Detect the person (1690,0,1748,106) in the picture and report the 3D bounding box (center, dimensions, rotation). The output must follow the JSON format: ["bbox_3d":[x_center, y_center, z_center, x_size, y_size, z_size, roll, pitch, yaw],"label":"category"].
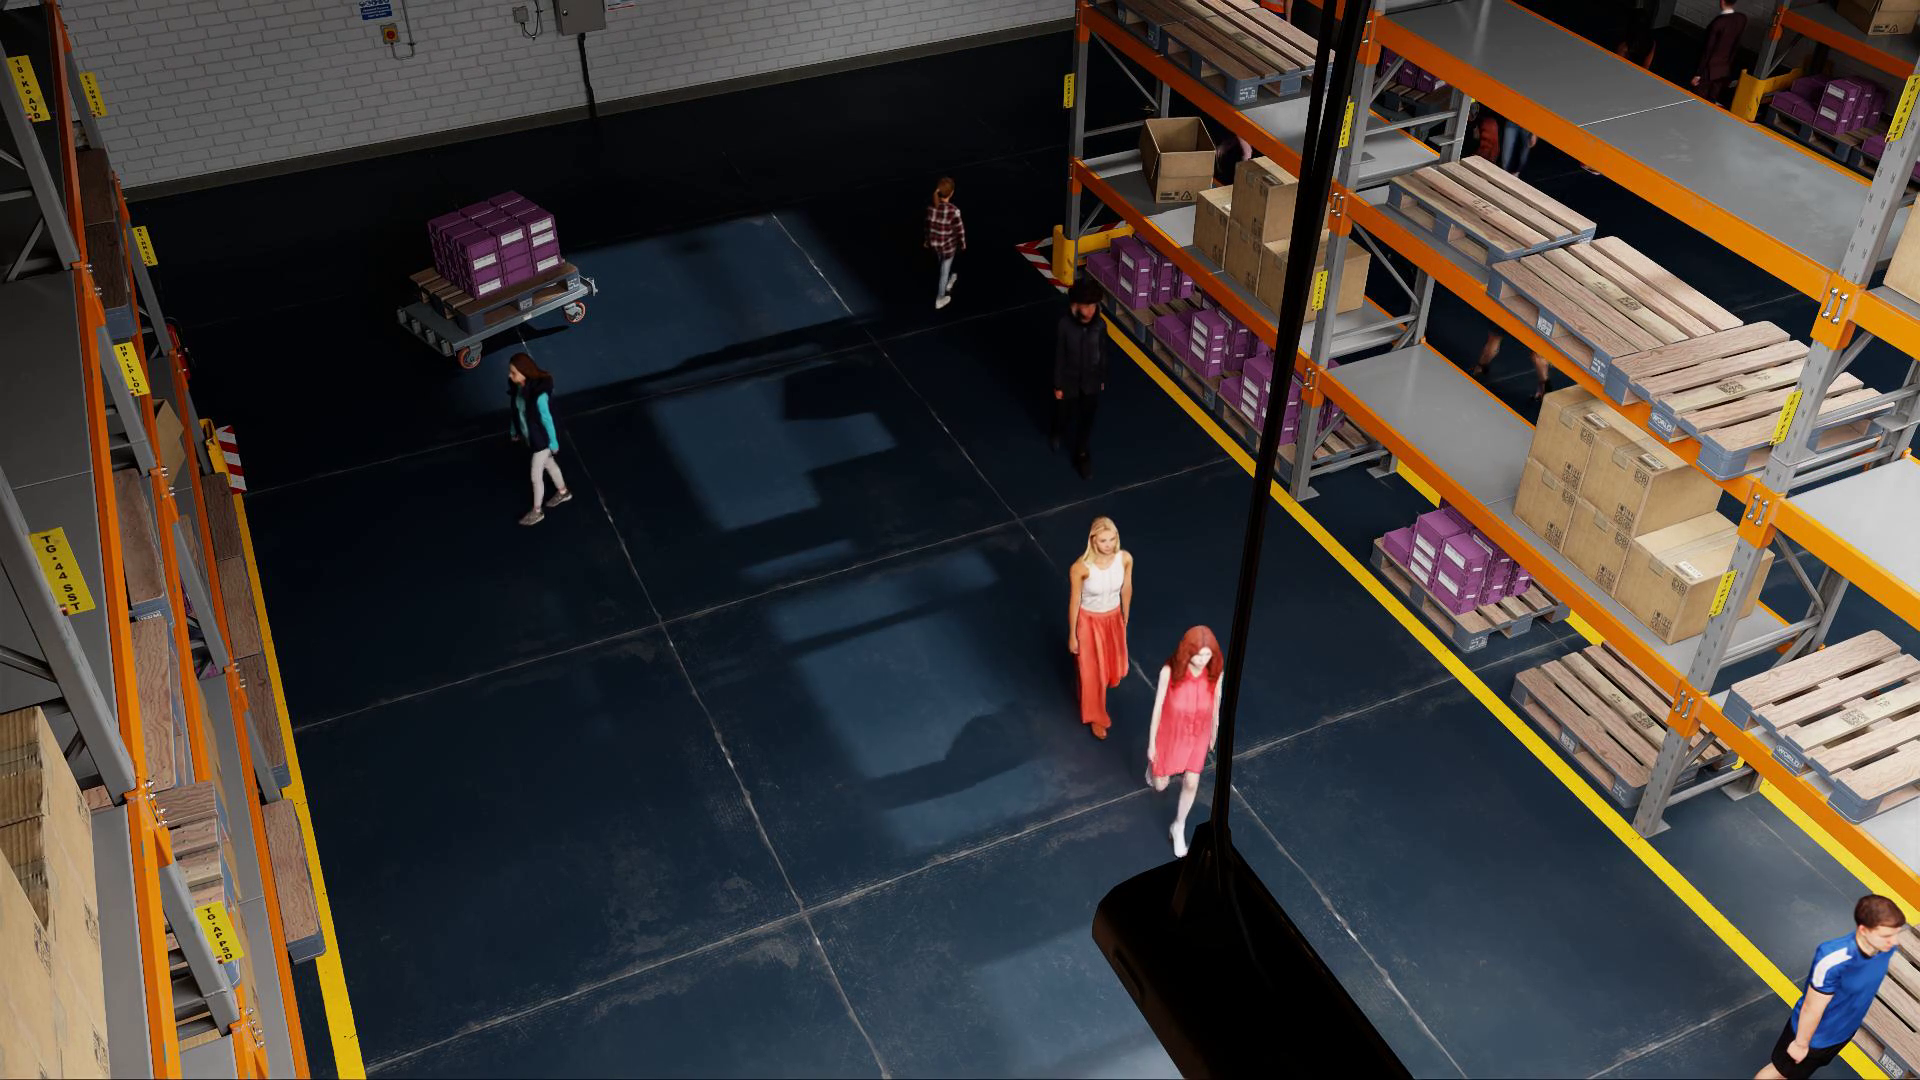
[{"bbox_3d":[8.253,-5.159,18.250,0.675,1.863,0.577,-18,42,-21],"label":"person"}]

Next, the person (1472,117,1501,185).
[{"bbox_3d":[4.953,-3.124,15.813,1.312,1.725,0.992,25,45,28],"label":"person"}]

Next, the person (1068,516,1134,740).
[{"bbox_3d":[0.890,0.518,11.203,0.685,1.786,0.891,-11,40,-14],"label":"person"}]

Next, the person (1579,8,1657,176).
[{"bbox_3d":[7.108,-4.825,17.869,0.670,1.816,0.617,-13,40,-16],"label":"person"}]

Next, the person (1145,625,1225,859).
[{"bbox_3d":[1.356,1.182,10.351,0.772,1.811,0.967,-4,39,-5],"label":"person"}]

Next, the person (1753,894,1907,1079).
[{"bbox_3d":[4.503,2.490,8.670,0.666,1.866,0.596,-20,43,-23],"label":"person"}]

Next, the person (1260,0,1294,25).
[{"bbox_3d":[3.693,-6.214,19.551,0.756,1.888,0.595,-21,43,-25],"label":"person"}]

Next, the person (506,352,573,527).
[{"bbox_3d":[-3.284,-0.863,13.177,0.779,1.481,0.804,-31,48,-33],"label":"person"}]

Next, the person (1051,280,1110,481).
[{"bbox_3d":[0.935,-1.352,13.559,0.716,1.767,0.915,-10,40,-12],"label":"person"}]

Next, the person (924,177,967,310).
[{"bbox_3d":[-0.189,-2.791,15.747,0.816,1.286,0.836,20,43,23],"label":"person"}]
